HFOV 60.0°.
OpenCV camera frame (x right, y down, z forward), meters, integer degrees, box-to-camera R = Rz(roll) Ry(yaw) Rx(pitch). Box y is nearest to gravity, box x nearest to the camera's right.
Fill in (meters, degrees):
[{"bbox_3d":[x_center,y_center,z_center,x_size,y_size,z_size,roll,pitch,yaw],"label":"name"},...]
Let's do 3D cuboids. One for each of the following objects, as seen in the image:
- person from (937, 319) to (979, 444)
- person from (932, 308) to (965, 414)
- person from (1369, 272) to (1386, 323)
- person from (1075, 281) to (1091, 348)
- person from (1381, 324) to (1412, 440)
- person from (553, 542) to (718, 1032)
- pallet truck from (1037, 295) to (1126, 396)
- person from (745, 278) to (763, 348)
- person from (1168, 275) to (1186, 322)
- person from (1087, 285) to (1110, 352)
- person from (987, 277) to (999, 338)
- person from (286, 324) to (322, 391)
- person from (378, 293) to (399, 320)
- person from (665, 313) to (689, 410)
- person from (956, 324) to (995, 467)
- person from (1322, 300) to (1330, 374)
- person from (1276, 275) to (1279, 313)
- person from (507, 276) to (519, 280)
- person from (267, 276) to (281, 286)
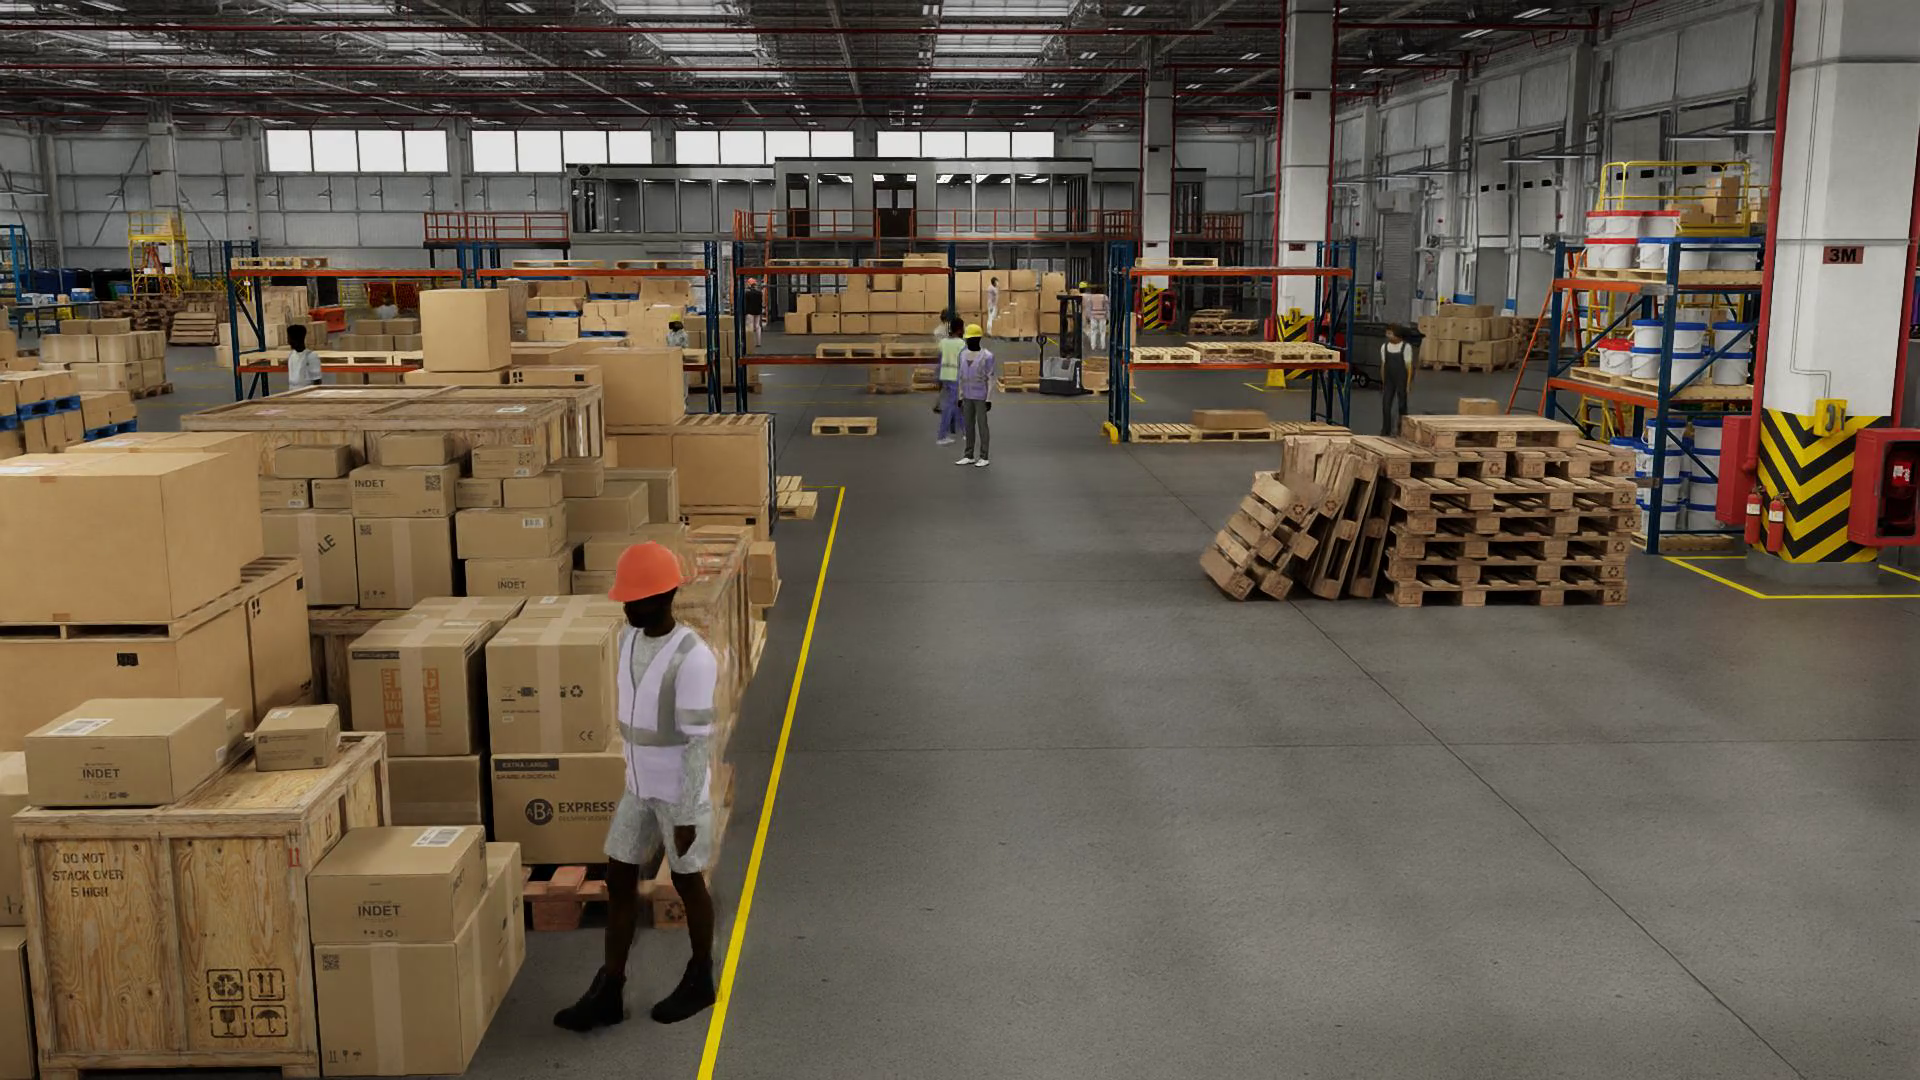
[{"bbox_3d":[0.011,-2.405,25.176,0.974,1.867,0.612,-9,14,-42],"label":"person"},{"bbox_3d":[-0.175,-3.116,29.118,0.630,1.898,1.019,-5,11,-26],"label":"person"},{"bbox_3d":[15.006,-8.640,59.712,0.615,1.945,0.400,7,12,33],"label":"person"},{"bbox_3d":[3.569,-6.402,47.354,0.758,1.907,0.587,8,13,37],"label":"person"},{"bbox_3d":[6.502,-2.318,24.882,0.562,1.796,0.883,6,12,31],"label":"person"},{"bbox_3d":[-1.219,0.962,6.292,0.575,1.916,0.735,9,14,41],"label":"person"},{"bbox_3d":[2.483,-3.881,33.060,1.885,1.965,0.823,-7,13,-36],"label":"pallet truck"},{"bbox_3d":[-5.898,-6.452,47.384,0.612,1.997,0.375,-9,14,-42],"label":"person"},{"bbox_3d":[8.055,-9.065,62.574,1.000,1.783,0.643,-4,11,-22],"label":"person"},{"bbox_3d":[3.820,-6.109,45.923,0.624,1.840,0.429,2,10,11],"label":"person"},{"bbox_3d":[1.047,-7.301,52.276,0.378,1.940,0.628,3,11,17],"label":"person"},{"bbox_3d":[-8.655,-1.869,21.942,0.614,1.962,0.366,7,12,35],"label":"person"},{"bbox_3d":[-13.543,-4.953,39.528,0.542,1.817,1.005,-7,12,-34],"label":"person"},{"bbox_3d":[-5.128,-3.218,30.077,0.492,1.743,0.296,5,11,26],"label":"person"},{"bbox_3d":[0.198,-1.954,22.522,0.594,1.926,0.366,8,13,39],"label":"person"},{"bbox_3d":[8.363,-4.657,38.220,0.541,1.696,0.315,-1,10,-3],"label":"person"},{"bbox_3d":[13.743,-10.694,71.039,0.610,1.989,0.391,3,11,17],"label":"person"},{"bbox_3d":[-17.979,-9.902,66.918,0.585,1.882,0.337,2,10,12],"label":"person"},{"bbox_3d":[-24.060,-8.390,58.117,0.608,2.009,0.947,7,13,35],"label":"person"}]
